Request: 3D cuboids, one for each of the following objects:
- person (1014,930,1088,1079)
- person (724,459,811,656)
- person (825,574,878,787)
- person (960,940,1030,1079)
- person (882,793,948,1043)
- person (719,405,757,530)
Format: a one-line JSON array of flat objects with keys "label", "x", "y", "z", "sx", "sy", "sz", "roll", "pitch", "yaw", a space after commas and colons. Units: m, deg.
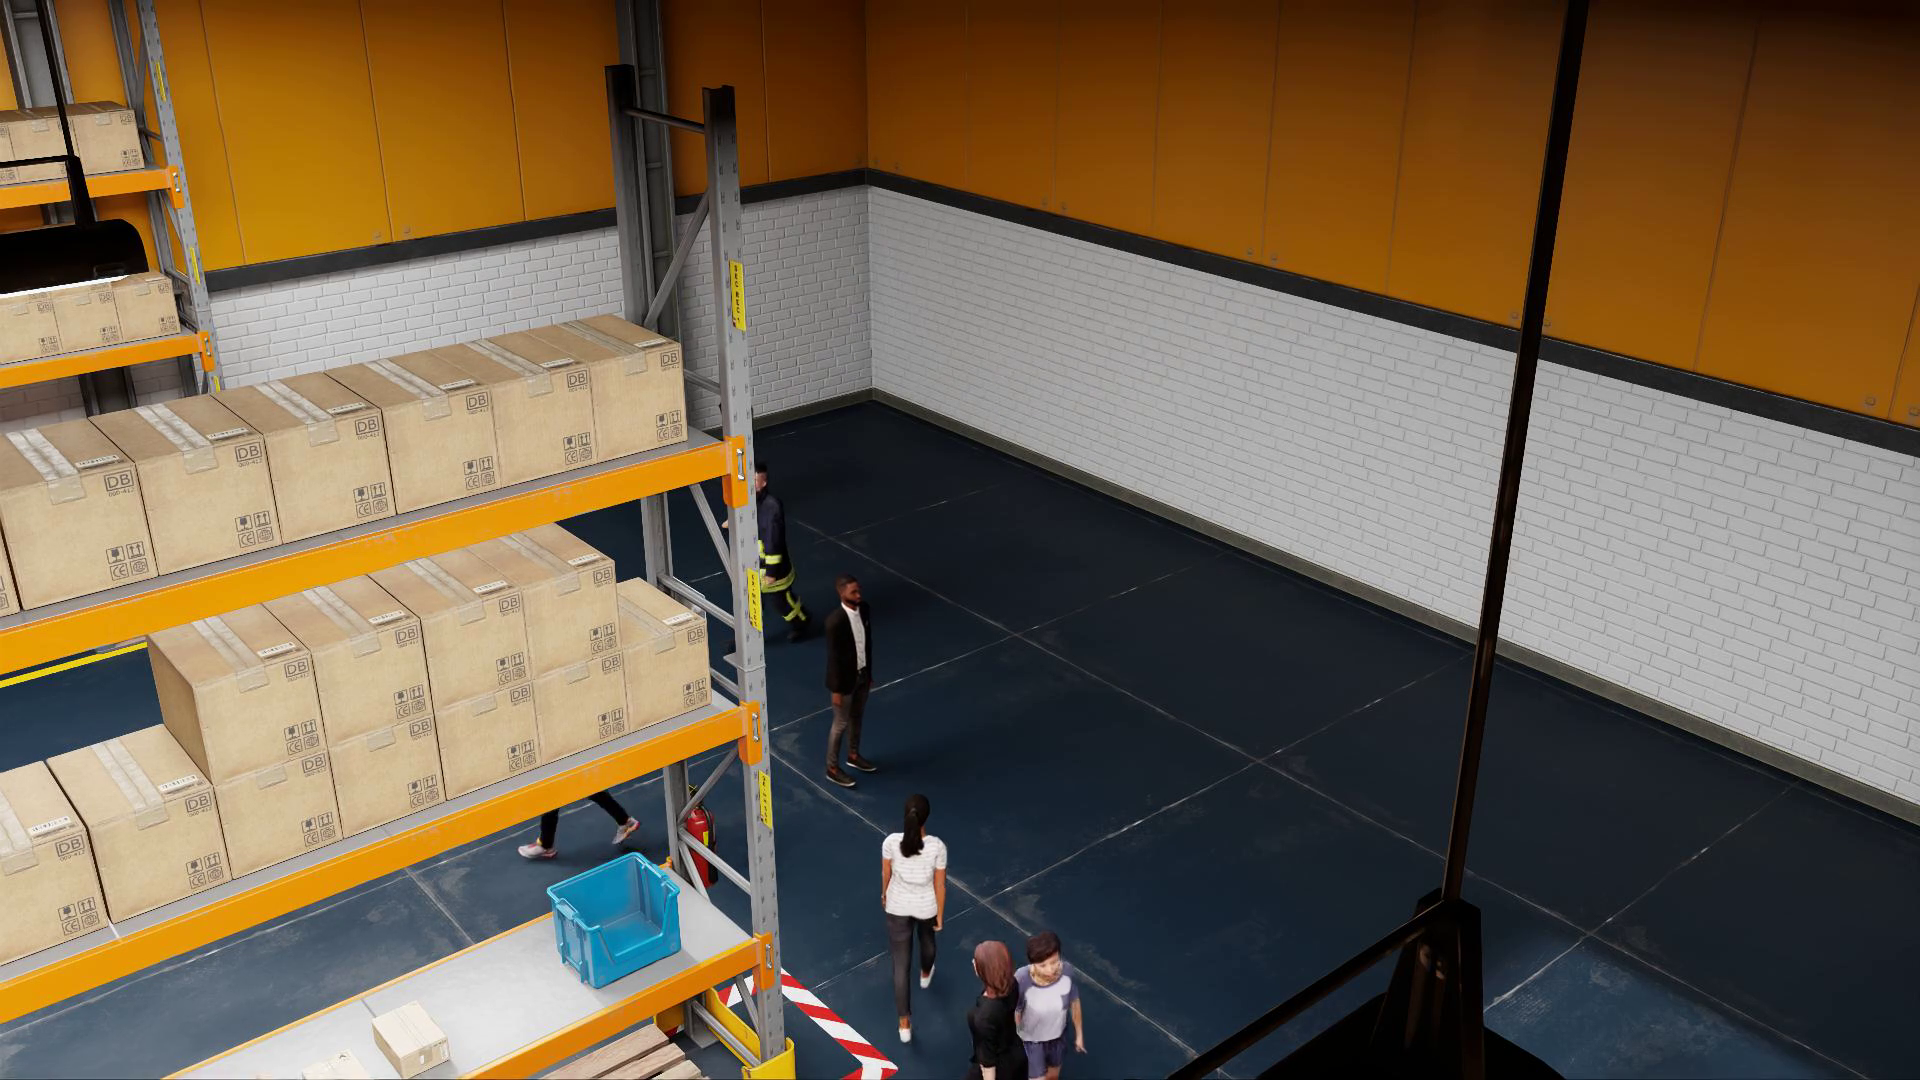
[{"label": "person", "x": 0.418, "y": 2.804, "z": 9.486, "sx": 0.595, "sy": 1.548, "sz": 0.754, "roll": -14, "pitch": 27, "yaw": -29}, {"label": "person", "x": -1.709, "y": 0.147, "z": 15.213, "sx": 1.143, "sy": 1.830, "sz": 0.808, "roll": -22, "pitch": 32, "yaw": -40}, {"label": "person", "x": -0.888, "y": 1.082, "z": 13.117, "sx": 0.761, "sy": 1.795, "sz": 0.576, "roll": 15, "pitch": 28, "yaw": 31}, {"label": "person", "x": 0.293, "y": 2.923, "z": 9.058, "sx": 0.890, "sy": 1.673, "sz": 1.020, "roll": 12, "pitch": 26, "yaw": 26}, {"label": "person", "x": -0.306, "y": 2.366, "z": 10.410, "sx": 1.079, "sy": 1.610, "sz": 1.099, "roll": 1, "pitch": 24, "yaw": 2}, {"label": "person", "x": -2.375, "y": -0.942, "z": 17.909, "sx": 0.672, "sy": 1.666, "sz": 0.730, "roll": 14, "pitch": 27, "yaw": 30}]
